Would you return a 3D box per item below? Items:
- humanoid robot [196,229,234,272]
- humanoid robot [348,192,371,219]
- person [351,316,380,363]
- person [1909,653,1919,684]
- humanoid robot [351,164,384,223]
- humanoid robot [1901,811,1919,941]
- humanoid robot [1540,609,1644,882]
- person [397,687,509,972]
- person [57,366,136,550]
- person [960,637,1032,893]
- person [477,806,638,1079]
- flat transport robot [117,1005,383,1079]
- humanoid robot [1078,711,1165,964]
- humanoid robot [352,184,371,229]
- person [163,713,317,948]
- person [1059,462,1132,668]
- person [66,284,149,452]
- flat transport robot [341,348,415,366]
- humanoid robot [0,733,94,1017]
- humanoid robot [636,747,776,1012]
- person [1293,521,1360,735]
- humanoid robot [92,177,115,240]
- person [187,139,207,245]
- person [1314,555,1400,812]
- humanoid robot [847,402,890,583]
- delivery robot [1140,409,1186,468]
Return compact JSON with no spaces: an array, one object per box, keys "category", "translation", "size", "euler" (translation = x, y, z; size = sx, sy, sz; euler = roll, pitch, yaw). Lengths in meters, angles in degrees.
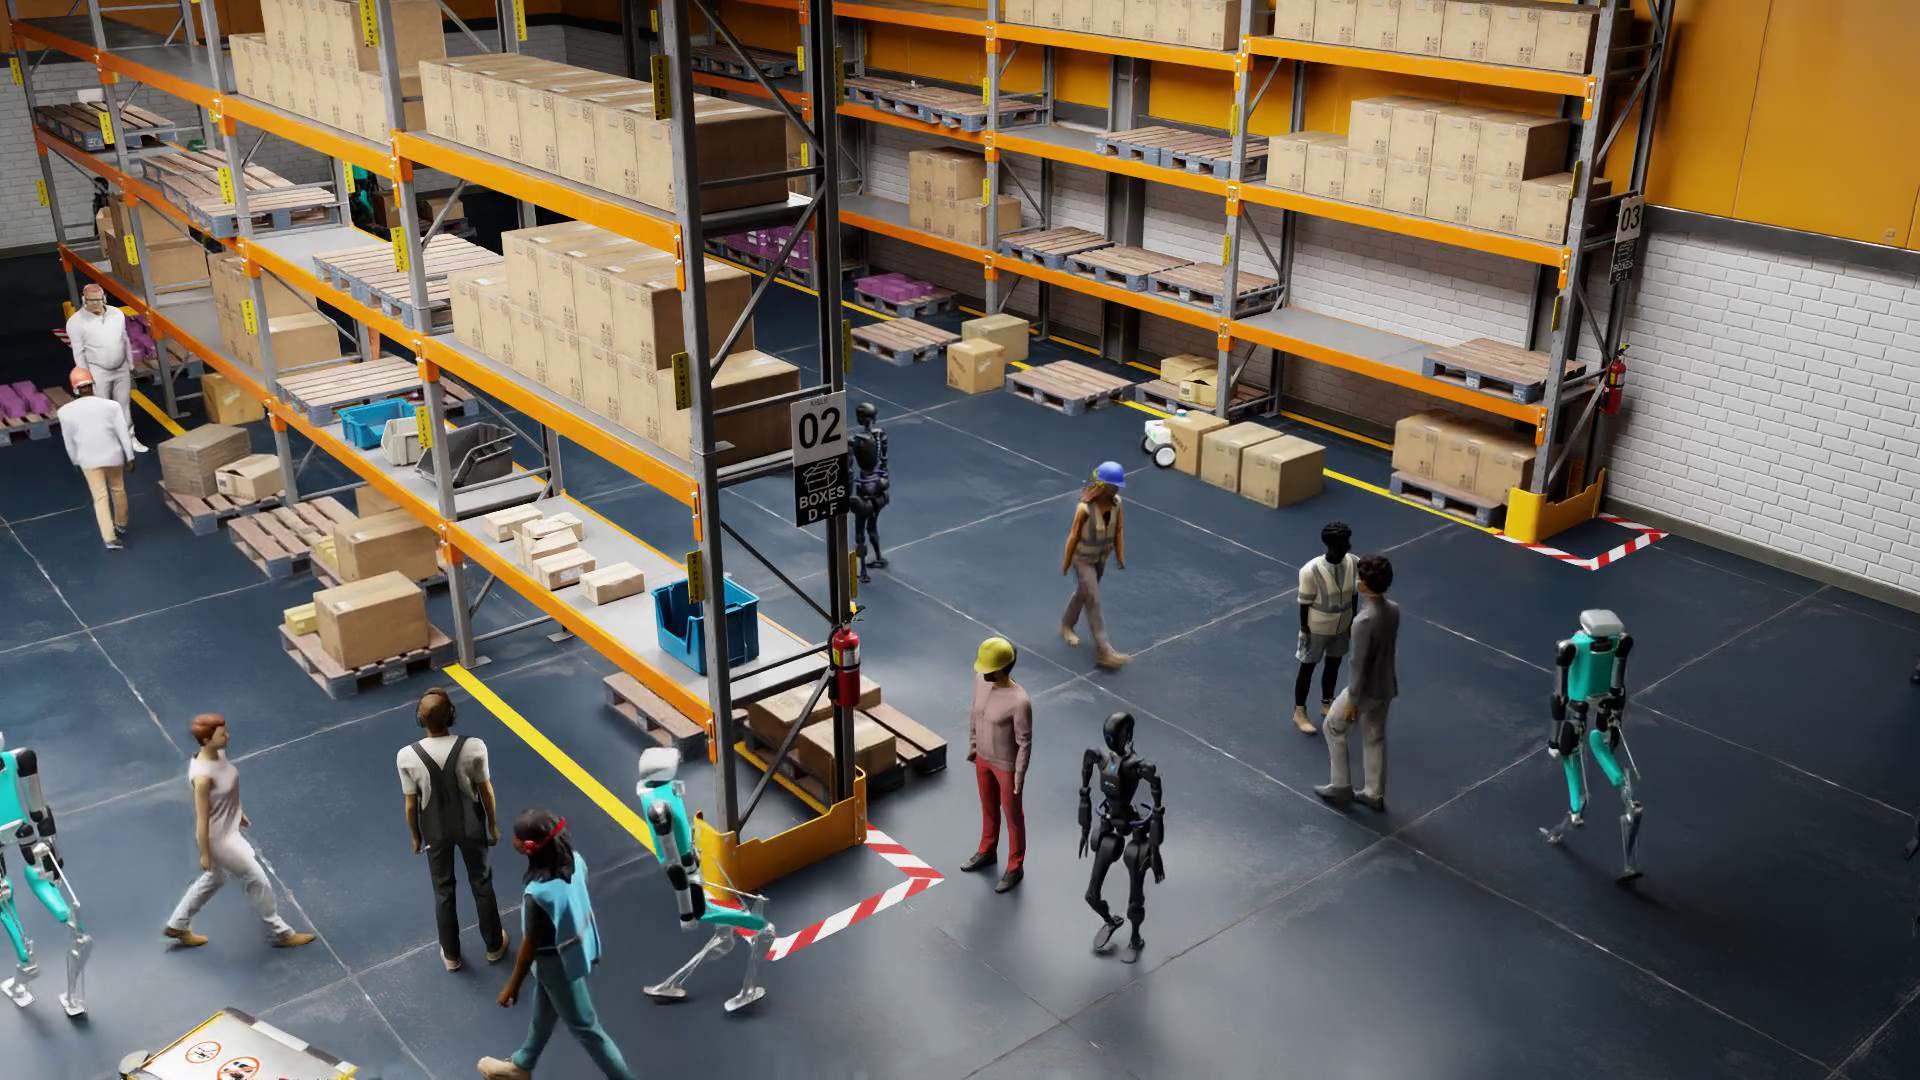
[{"category":"humanoid robot","translation":[-10.068,-3.820,22.700],"size":[0.596,1.650,0.327],"euler":[-14,27,-29]},{"category":"humanoid robot","translation":[-10.290,-6.257,28.112],"size":[0.533,1.677,0.735],"euler":[7,24,16]},{"category":"person","translation":[-7.165,-2.729,20.086],"size":[0.507,1.758,0.341],"euler":[15,28,31]},{"category":"person","translation":[7.813,0.262,12.953],"size":[0.548,1.927,0.389],"euler":[14,27,29]},{"category":"humanoid robot","translation":[-9.459,-5.560,26.801],"size":[0.540,1.869,0.777],"euler":[9,25,19]},{"category":"humanoid robot","translation":[5.932,1.783,9.783],"size":[0.613,1.619,0.758],"euler":[8,25,17]},{"category":"humanoid robot","translation":[4.161,1.390,10.597],"size":[0.533,1.775,0.958],"euler":[-7,24,-15]},{"category":"person","translation":[-2.963,1.694,9.734],"size":[0.504,1.846,0.346],"euler":[-7,24,-15]},{"category":"person","translation":[-8.066,-0.776,15.626],"size":[0.562,1.710,0.819],"euler":[-13,26,-27]},{"category":"person","translation":[0.233,1.400,10.524],"size":[0.323,1.760,0.523],"euler":[-19,30,-36]},{"category":"person","translation":[-2.097,2.196,8.617],"size":[0.984,1.830,0.532],"euler":[2,23,5]},{"category":"flat transport robot","translation":[-3.762,2.932,8.854],"size":[1.431,0.231,0.659],"euler":[13,26,27]},{"category":"humanoid robot","translation":[0.964,1.755,9.805],"size":[0.589,1.647,0.342],"euler":[14,27,29]},{"category":"humanoid robot","translation":[-10.050,-6.011,27.796],"size":[0.477,1.645,0.609],"euler":[1,23,3]},{"category":"person","translation":[-4.426,1.745,9.890],"size":[0.855,1.616,0.452],"euler":[-5,24,-11]},{"category":"person","translation":[1.078,0.162,13.417],"size":[0.504,1.718,0.929],"euler":[-18,29,-36]},{"category":"person","translation":[-9.083,-1.800,17.753],"size":[0.404,1.905,0.642],"euler":[14,27,29]},{"category":"flat transport robot","translation":[-7.214,-2.091,20.486],"size":[0.659,0.231,1.431],"euler":[-21,31,-39]},{"category":"humanoid robot","translation":[-5.197,1.945,9.313],"size":[0.962,1.742,0.557],"euler":[18,29,35]},{"category":"humanoid robot","translation":[-1.359,1.935,9.331],"size":[0.932,1.755,0.531],"euler":[-4,24,-10]},{"category":"person","translation":[2.729,0.637,12.370],"size":[0.532,1.693,0.320],"euler":[-10,25,-22]},{"category":"humanoid robot","translation":[-12.469,-4.489,24.326],"size":[0.739,1.653,0.608],"euler":[3,24,7]},{"category":"person","translation":[-11.698,-5.294,25.884],"size":[1.023,1.864,0.542],"euler":[-15,28,-31]},{"category":"person","translation":[2.724,0.974,11.358],"size":[0.579,1.876,0.608],"euler":[-20,31,-39]},{"category":"humanoid robot","translation":[-0.847,-0.425,14.854],"size":[0.331,1.647,0.595],"euler":[17,28,34]},{"category":"delivery robot","translation":[2.326,-1.098,17.833],"size":[0.772,0.601,0.500],"euler":[-5,24,-11]}]
